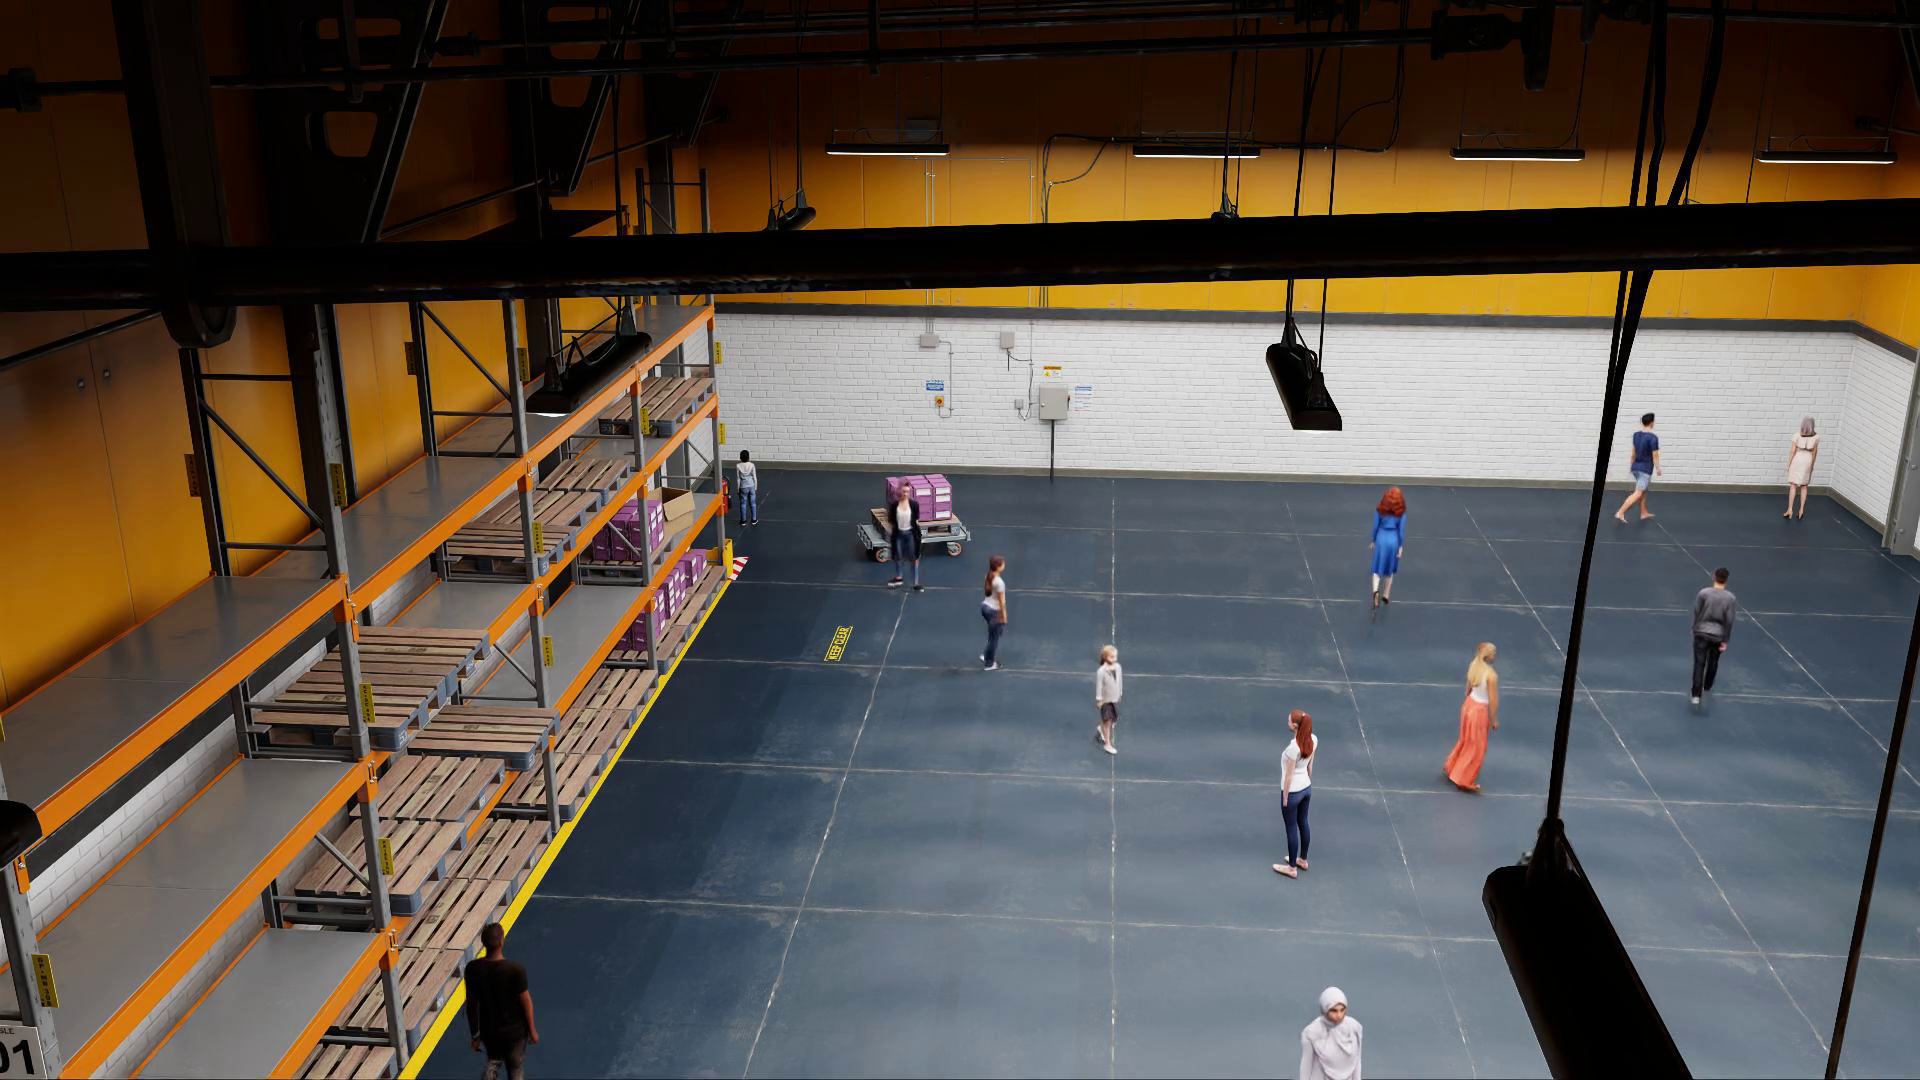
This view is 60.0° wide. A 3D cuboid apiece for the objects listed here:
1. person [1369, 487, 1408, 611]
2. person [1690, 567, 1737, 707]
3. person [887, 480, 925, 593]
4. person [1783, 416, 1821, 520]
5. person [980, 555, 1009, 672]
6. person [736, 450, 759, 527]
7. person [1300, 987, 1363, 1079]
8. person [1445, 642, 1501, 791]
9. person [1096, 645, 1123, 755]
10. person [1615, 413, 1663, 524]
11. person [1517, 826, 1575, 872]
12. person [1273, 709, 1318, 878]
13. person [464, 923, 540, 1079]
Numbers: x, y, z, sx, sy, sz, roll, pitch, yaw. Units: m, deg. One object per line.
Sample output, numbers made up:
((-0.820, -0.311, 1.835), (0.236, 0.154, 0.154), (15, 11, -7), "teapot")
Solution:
((5.947, 0.162, 23.292), (0.808, 1.805, 1.093), (7, 20, 21), "person")
((9.141, 1.206, 20.312), (0.863, 1.728, 1.218), (8, 20, 22), "person")
((-0.824, -0.076, 24.222), (0.718, 1.662, 0.752), (3, 19, 8), "person")
((13.894, -1.203, 27.453), (0.597, 1.736, 0.543), (3, 19, 7), "person")
((0.366, 0.942, 21.380), (0.738, 1.547, 0.663), (-10, 21, -27), "person")
((-3.493, -0.868, 27.204), (0.530, 1.261, 0.555), (-3, 19, -10), "person")
((2.642, 3.970, 12.041), (0.689, 1.770, 0.667), (-2, 19, -7), "person")
((5.617, 1.917, 18.131), (0.936, 1.773, 0.766), (-8, 20, -22), "person")
((1.699, 1.803, 19.257), (0.714, 1.270, 0.801), (-11, 21, -28), "person")
((11.077, -1.130, 27.121), (1.005, 1.810, 1.169), (-7, 20, -19), "person")
((5.121, 3.230, 14.630), (0.886, 1.688, 1.111), (7, 20, 19), "person")
((3.354, 2.494, 16.474), (0.630, 1.736, 0.693), (-16, 24, -39), "person")
((-3.510, 3.764, 12.616), (0.671, 1.791, 0.822), (3, 19, 8), "person")
